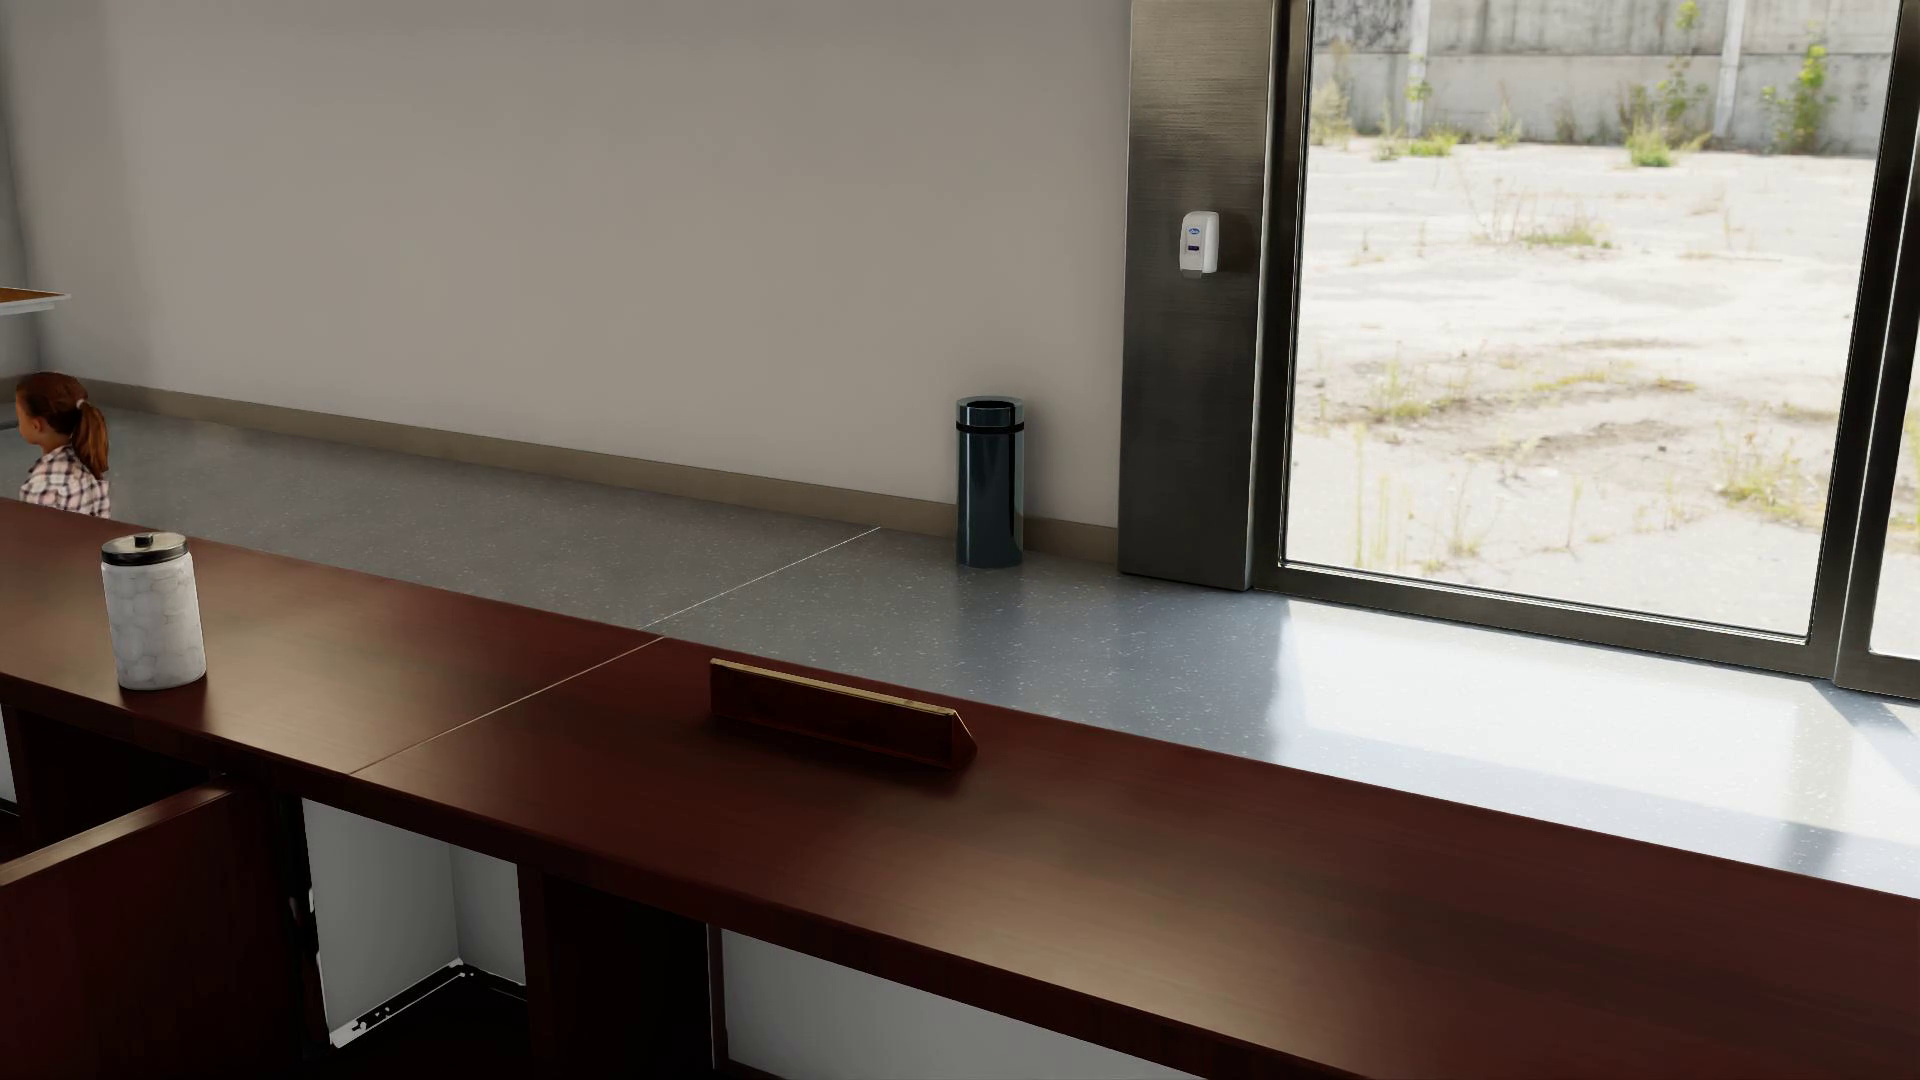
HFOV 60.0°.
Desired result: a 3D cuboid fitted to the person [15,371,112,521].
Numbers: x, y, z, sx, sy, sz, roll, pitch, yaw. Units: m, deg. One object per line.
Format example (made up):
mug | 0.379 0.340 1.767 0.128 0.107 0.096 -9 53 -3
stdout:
person | -2.464 0.162 4.783 0.773 1.296 0.858 2 16 8
